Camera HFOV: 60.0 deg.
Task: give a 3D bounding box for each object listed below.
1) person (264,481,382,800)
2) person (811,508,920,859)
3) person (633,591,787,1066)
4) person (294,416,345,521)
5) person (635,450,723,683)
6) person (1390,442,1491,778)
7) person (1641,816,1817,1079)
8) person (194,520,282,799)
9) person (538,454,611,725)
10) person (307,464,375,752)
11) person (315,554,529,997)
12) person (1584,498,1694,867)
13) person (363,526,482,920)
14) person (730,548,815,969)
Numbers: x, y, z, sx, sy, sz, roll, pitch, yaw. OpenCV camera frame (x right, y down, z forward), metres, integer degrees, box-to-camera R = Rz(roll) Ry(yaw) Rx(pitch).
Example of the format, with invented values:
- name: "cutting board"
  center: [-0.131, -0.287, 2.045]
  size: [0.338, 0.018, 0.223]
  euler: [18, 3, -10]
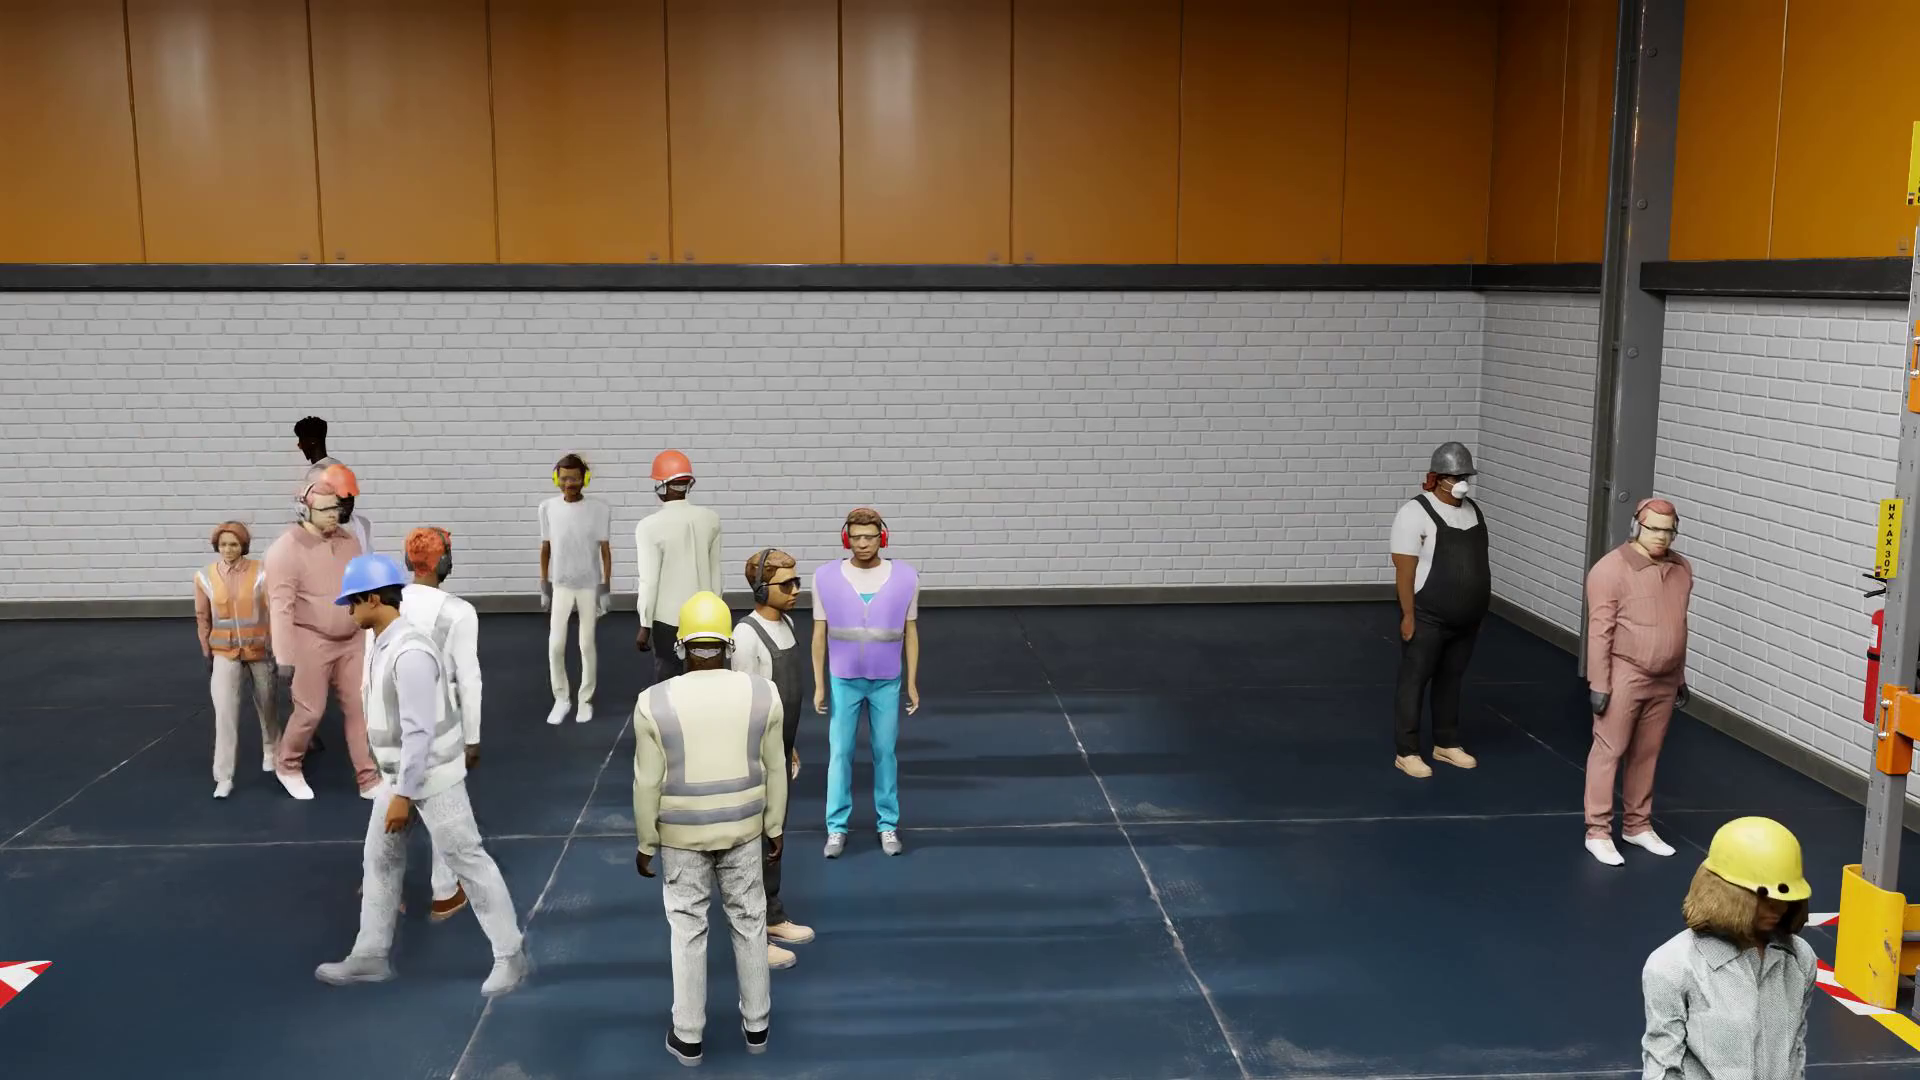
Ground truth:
- name: "person"
  center: [-3.637, 0.591, 9.519]
  size: [0.800, 1.882, 0.659]
  euler: [5, 10, 28]
- name: "person"
  center: [-0.489, 0.735, 8.708]
  size: [0.564, 1.846, 0.390]
  euler: [-1, 9, -6]
- name: "person"
  center: [-0.966, 1.106, 6.426]
  size: [0.601, 1.830, 0.403]
  euler: [-3, 10, -21]
- name: "person"
  center: [-4.904, 0.022, 12.832]
  size: [0.377, 1.958, 0.600]
  euler: [-1, 9, -6]
- name: "person"
  center: [-1.701, 0.452, 10.021]
  size: [0.395, 1.994, 0.612]
  euler: [8, 12, 42]
- name: "person"
  center: [2.968, 0.414, 10.120]
  size: [0.681, 2.000, 0.536]
  euler: [-5, 10, -28]
- name: "person"
  center: [1.893, 1.521, 4.104]
  size: [0.486, 1.743, 0.299]
  euler: [-3, 10, -18]
- name: "person"
  center: [-4.271, 0.673, 9.908]
  size: [0.511, 1.596, 0.845]
  euler: [-2, 9, -13]
- name: "person"
  center: [-2.589, 0.345, 11.210]
  size: [0.493, 1.846, 0.583]
  euler: [-1, 9, -6]
- name: "person"
  center: [-3.903, 0.452, 10.397]
  size: [1.004, 1.890, 0.553]
  euler: [7, 11, 36]
- name: "person"
  center: [-2.270, 0.994, 7.014]
  size: [0.825, 1.893, 0.639]
  euler: [-6, 11, -35]
- name: "person"
  center: [3.534, 0.724, 8.610]
  size: [0.642, 1.903, 0.399]
  euler: [-4, 10, -23]
- name: "person"
  center: [-2.523, 0.876, 7.727]
  size: [0.616, 1.876, 0.527]
  euler: [2, 9, 12]
- name: "person"
  center: [-0.841, 0.948, 7.376]
  size: [0.351, 1.847, 0.507]
  euler: [3, 9, 16]
